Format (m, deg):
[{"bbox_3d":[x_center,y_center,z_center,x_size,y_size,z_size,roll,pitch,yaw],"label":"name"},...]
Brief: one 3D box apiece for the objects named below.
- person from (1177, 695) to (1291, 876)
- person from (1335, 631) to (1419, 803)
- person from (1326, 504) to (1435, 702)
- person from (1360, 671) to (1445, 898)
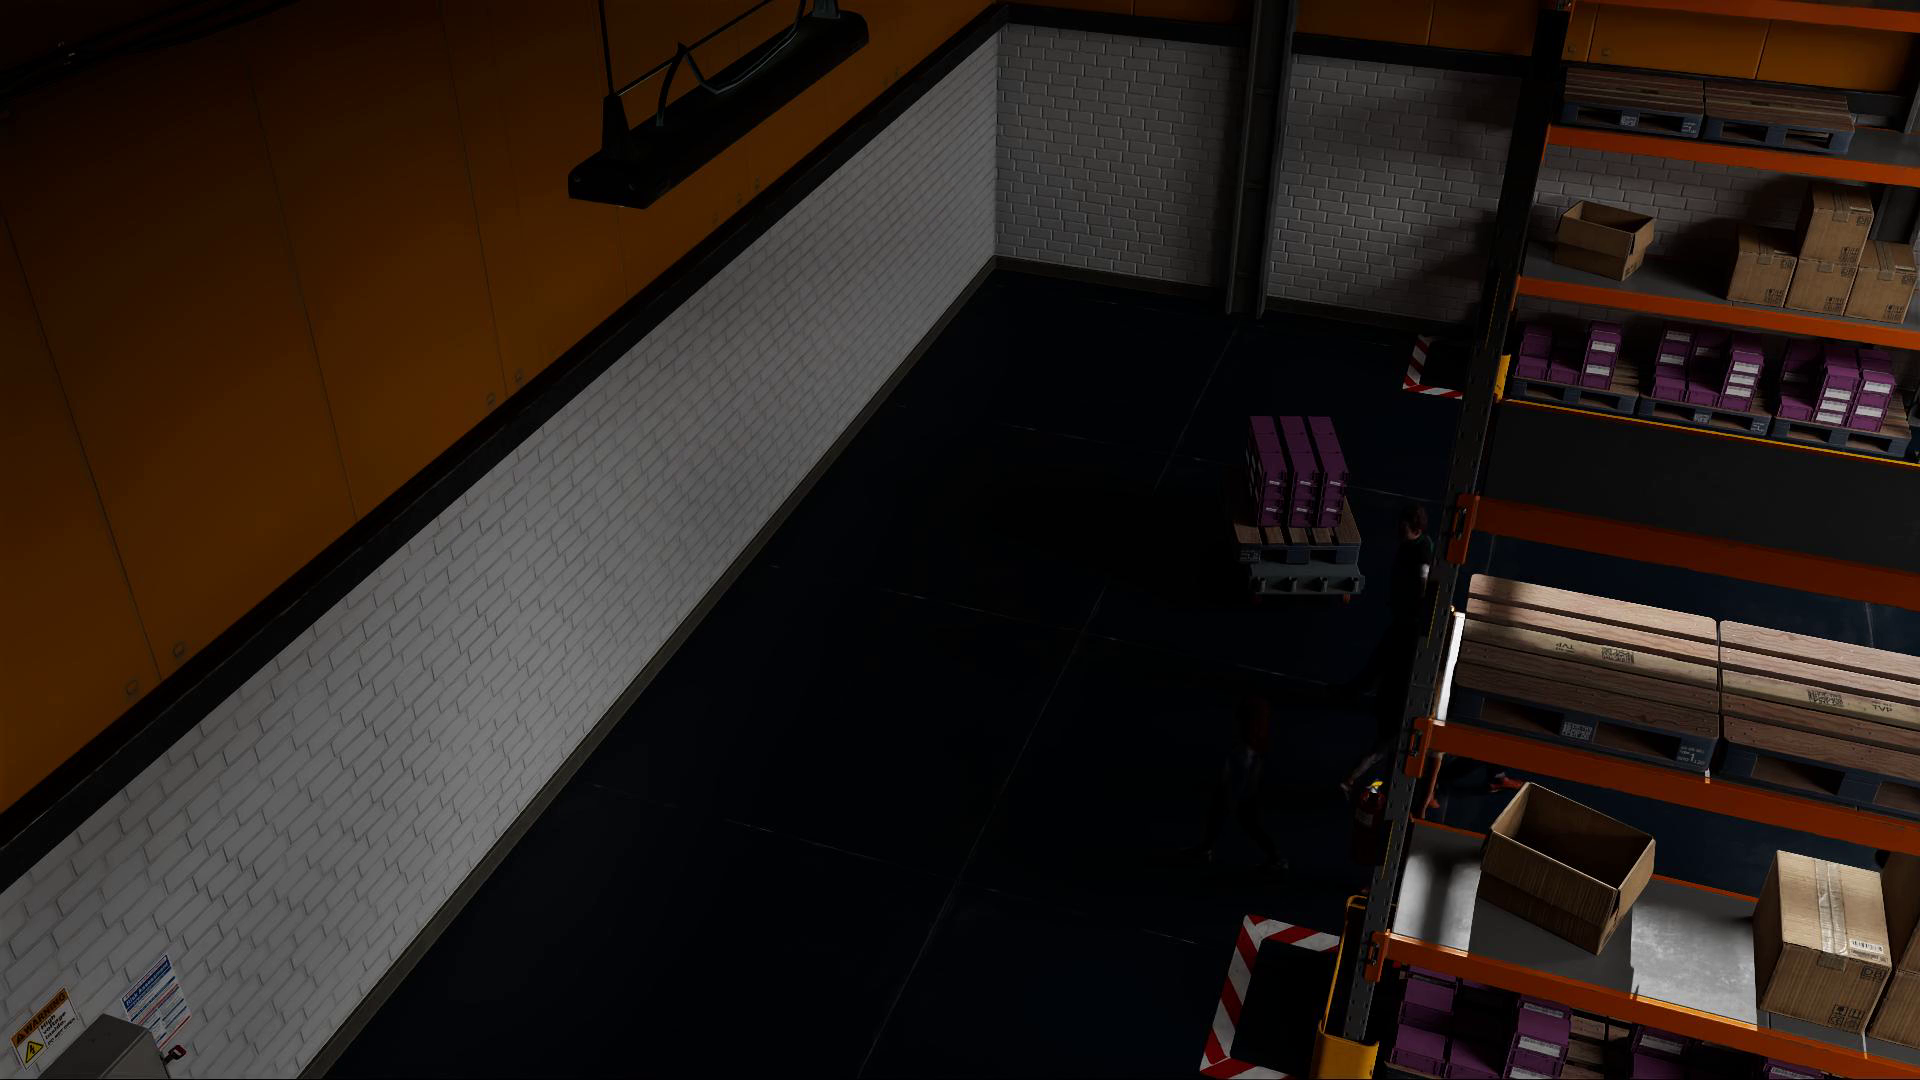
[{"bbox_3d":[1.906,1.626,10.822,1.013,1.452,0.689,6,34,9],"label":"person"},{"bbox_3d":[2.951,1.241,11.380,0.997,1.475,0.950,-15,37,-22],"label":"person"},{"bbox_3d":[3.374,0.551,12.144,1.148,1.779,0.765,5,34,7],"label":"person"},{"bbox_3d":[2.905,1.561,10.586,0.857,1.821,0.787,-5,34,-8],"label":"person"}]
